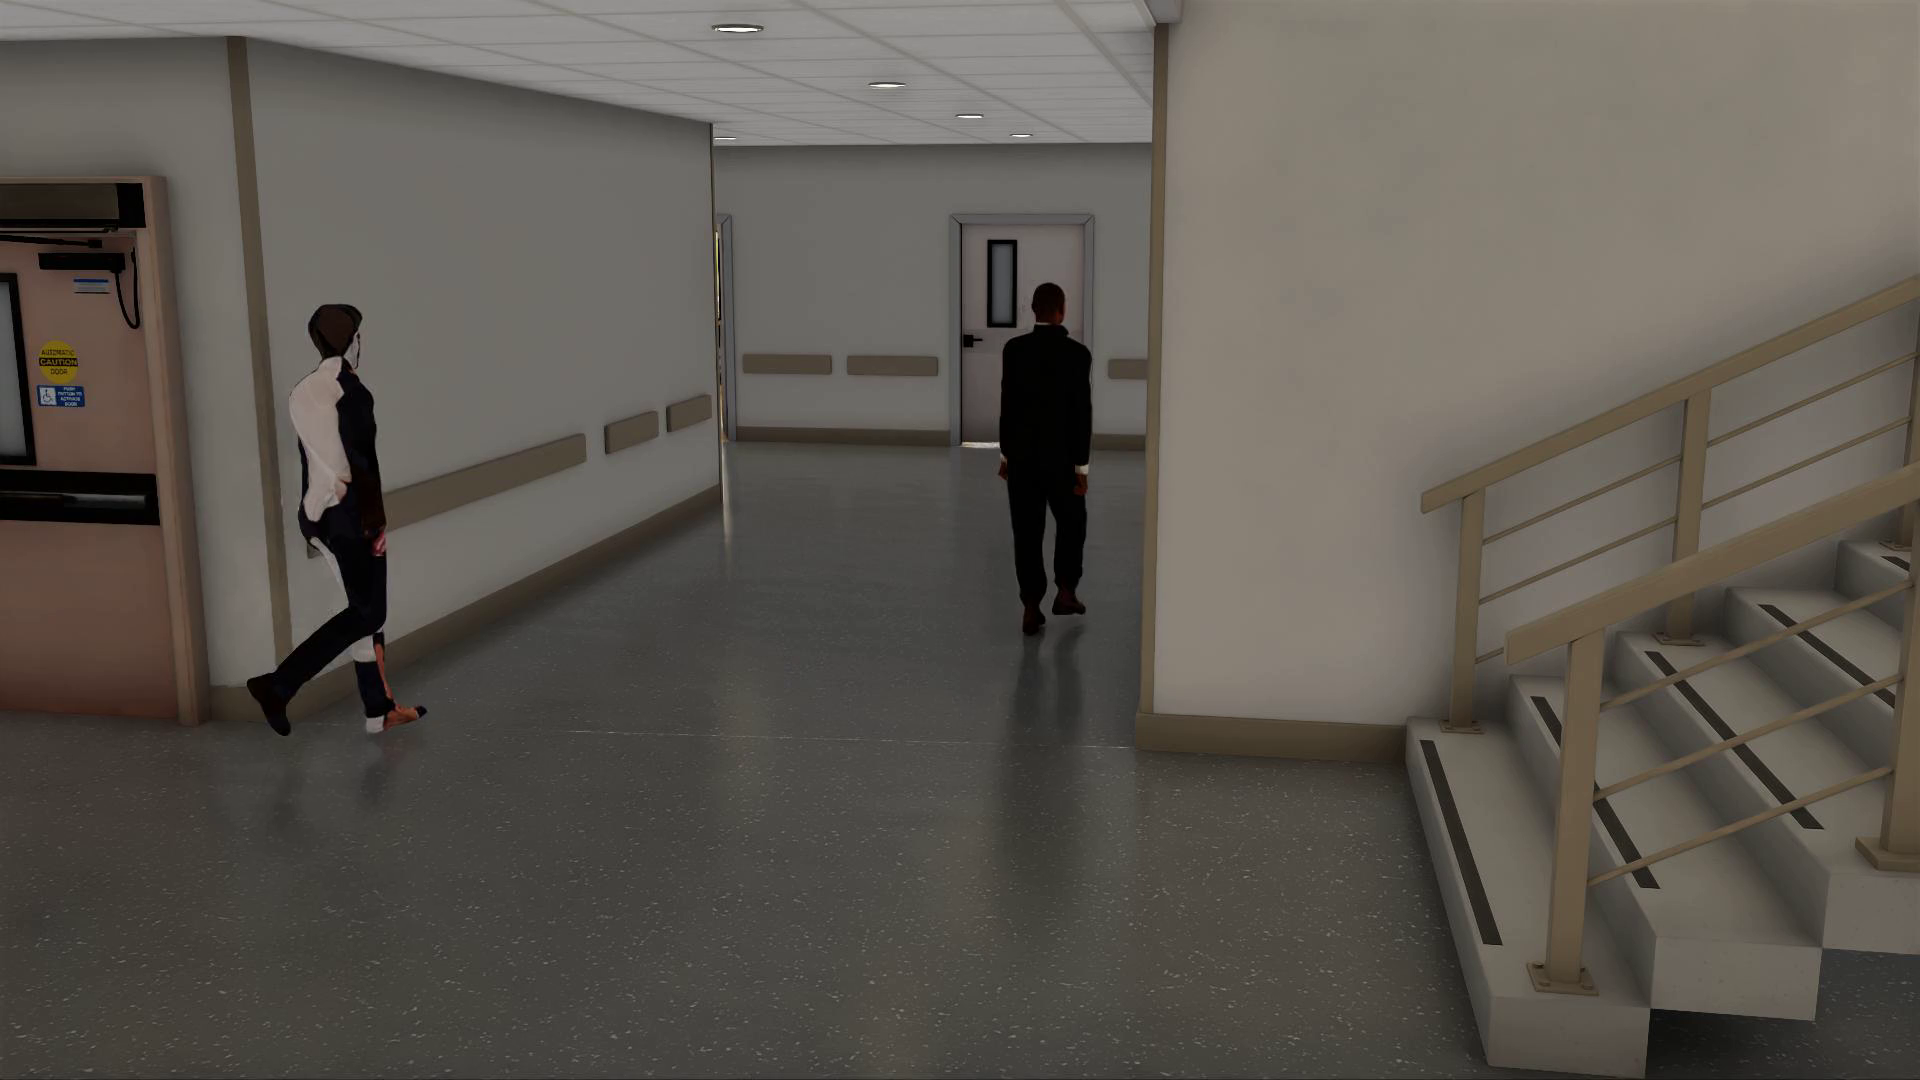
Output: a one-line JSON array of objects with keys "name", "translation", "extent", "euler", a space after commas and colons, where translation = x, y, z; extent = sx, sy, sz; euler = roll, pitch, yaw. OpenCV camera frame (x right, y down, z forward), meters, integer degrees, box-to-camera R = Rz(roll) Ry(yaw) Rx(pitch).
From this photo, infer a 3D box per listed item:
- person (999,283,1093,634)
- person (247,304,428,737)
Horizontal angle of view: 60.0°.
[{"name": "person", "translation": [0.440, -0.429, 9.039], "extent": [0.681, 1.891, 0.768], "euler": [2, 11, 11]}, {"name": "person", "translation": [-2.694, -0.036, 7.060], "extent": [1.100, 1.857, 1.100], "euler": [-10, 15, -42]}]
